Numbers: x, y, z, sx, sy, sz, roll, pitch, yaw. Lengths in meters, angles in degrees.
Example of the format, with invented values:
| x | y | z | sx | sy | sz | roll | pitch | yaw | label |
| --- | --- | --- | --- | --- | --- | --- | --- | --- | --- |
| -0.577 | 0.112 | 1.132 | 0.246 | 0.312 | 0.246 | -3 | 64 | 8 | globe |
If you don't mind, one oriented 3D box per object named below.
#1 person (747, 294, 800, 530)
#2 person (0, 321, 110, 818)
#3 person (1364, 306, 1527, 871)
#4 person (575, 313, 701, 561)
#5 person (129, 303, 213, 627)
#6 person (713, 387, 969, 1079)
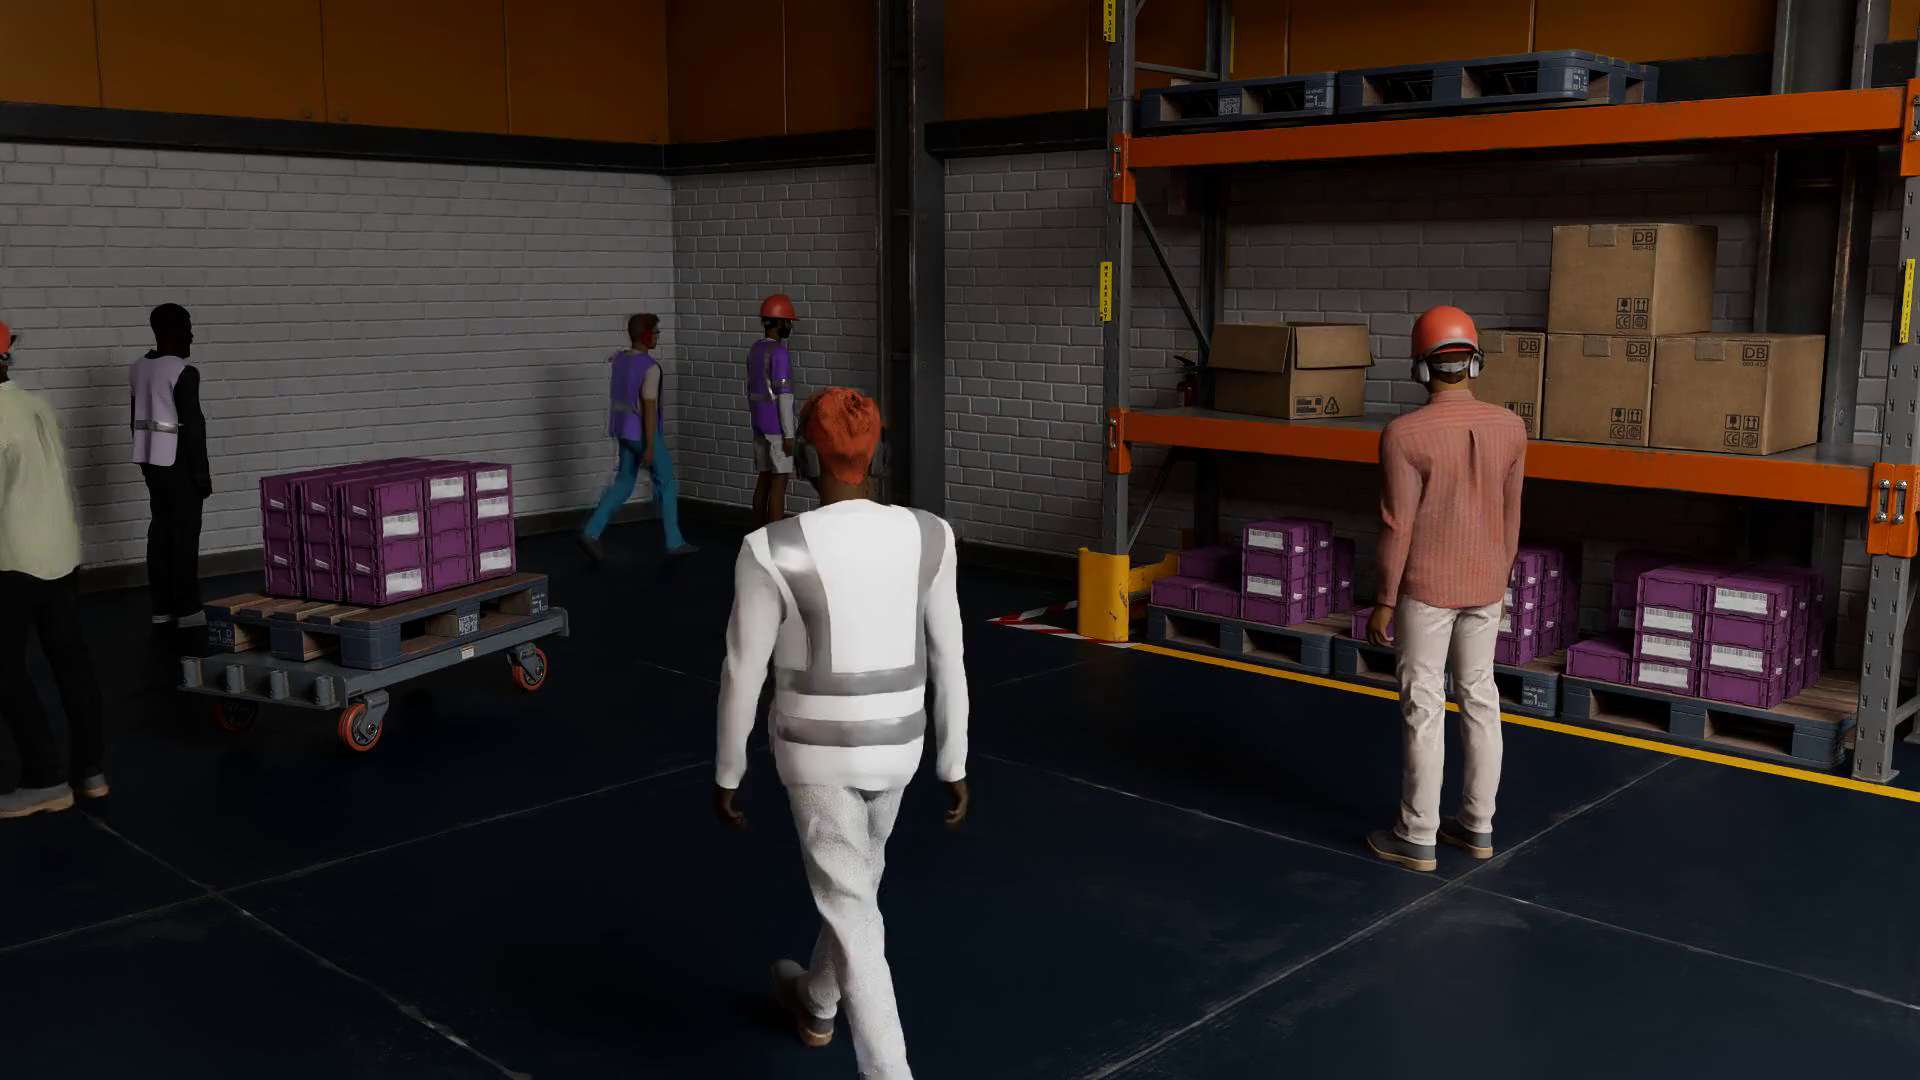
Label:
| x | y | z | sx | sy | sz | roll | pitch | yaw | label |
| --- | --- | --- | --- | --- | --- | --- | --- | --- | --- |
| -1.337 | -0.825 | 12.195 | 0.370 | 1.933 | 0.553 | -6 | 11 | -31 | person |
| -3.677 | 0.090 | 6.491 | 0.468 | 1.973 | 0.649 | -1 | 9 | -4 | person |
| 1.704 | 0.174 | 5.901 | 0.610 | 1.989 | 0.392 | -4 | 10 | -22 | person |
| -2.377 | -0.749 | 12.119 | 0.908 | 1.811 | 0.573 | -9 | 13 | -43 | person |
| -4.678 | -0.438 | 9.876 | 0.597 | 1.916 | 0.366 | 6 | 11 | 32 | person |
| -0.314 | 0.536 | 4.162 | 0.603 | 1.829 | 0.971 | -5 | 11 | -29 | person |
